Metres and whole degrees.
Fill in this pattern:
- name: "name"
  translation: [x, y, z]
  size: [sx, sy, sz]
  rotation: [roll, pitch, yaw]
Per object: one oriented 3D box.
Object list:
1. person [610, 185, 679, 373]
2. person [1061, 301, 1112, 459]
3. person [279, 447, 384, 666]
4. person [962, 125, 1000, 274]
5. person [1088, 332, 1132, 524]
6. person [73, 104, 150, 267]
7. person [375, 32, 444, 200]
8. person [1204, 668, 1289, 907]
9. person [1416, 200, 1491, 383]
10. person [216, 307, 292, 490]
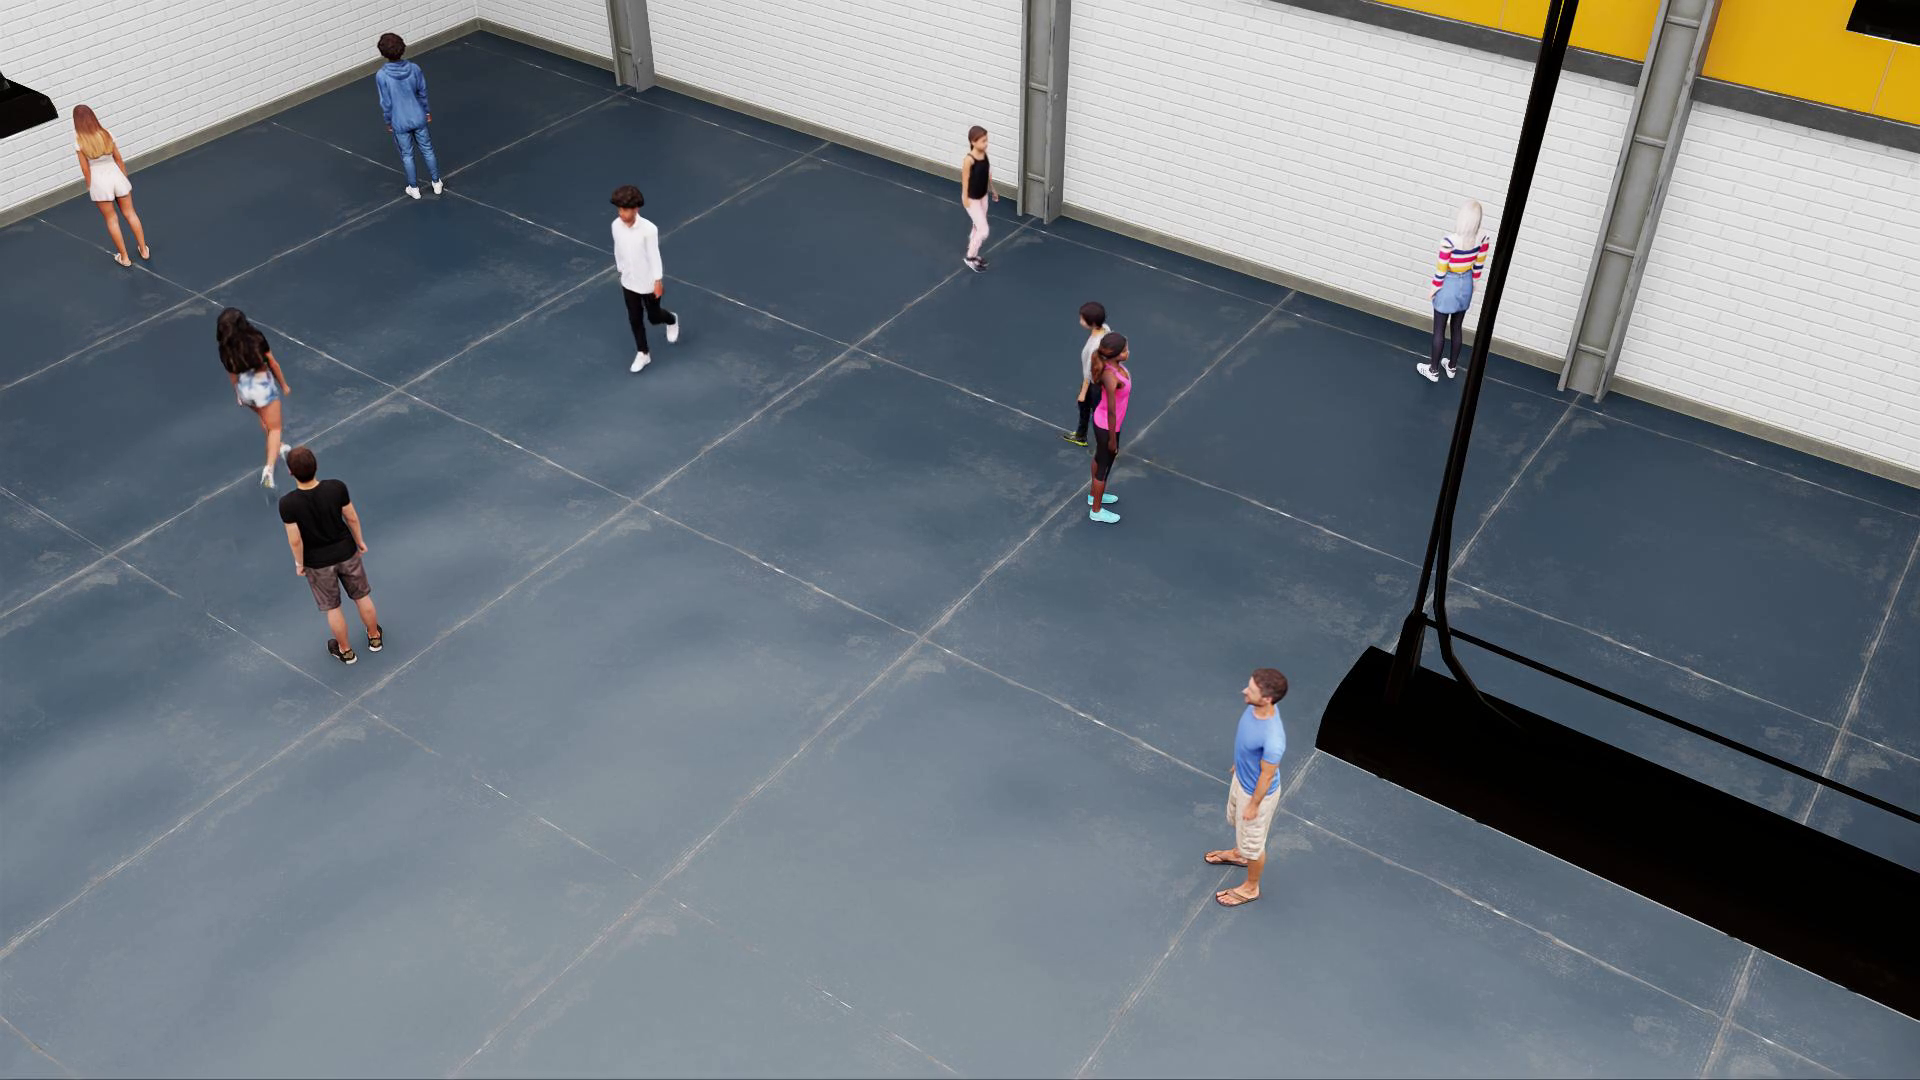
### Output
- name: "person"
  translation: [-2.896, -2.451, 15.289]
  size: [0.938, 1.798, 0.822]
  rotation: [14, 41, 17]
- name: "person"
  translation: [1.248, -1.325, 14.096]
  size: [0.834, 1.528, 0.722]
  rotation: [10, 40, 12]
- name: "person"
  translation: [-4.559, 0.109, 12.033]
  size: [0.754, 1.862, 0.707]
  rotation: [-24, 45, -27]
- name: "person"
  translation: [0.111, -3.461, 16.751]
  size: [0.579, 1.552, 0.529]
  rotation: [21, 43, 24]
- name: "person"
  translation: [1.190, -0.933, 13.449]
  size: [0.696, 1.723, 0.663]
  rotation: [2, 39, 2]
- name: "person"
  translation: [-8.609, -3.594, 16.801]
  size: [0.614, 1.697, 0.605]
  rotation: [-30, 47, -32]
- name: "person"
  translation: [-5.964, -4.576, 17.942]
  size: [0.754, 1.808, 0.722]
  rotation: [-19, 42, -22]
- name: "person"
  translation: [1.827, 1.493, 10.298]
  size: [0.781, 1.864, 0.738]
  rotation: [-3, 39, -4]
- name: "person"
  translation: [4.480, -2.264, 15.048]
  size: [0.721, 1.808, 0.745]
  rotation: [-11, 40, -13]
- name: "person"
  translation: [-5.838, -1.161, 13.837]
  size: [1.023, 1.595, 0.963]
  rotation: [2, 39, 2]
